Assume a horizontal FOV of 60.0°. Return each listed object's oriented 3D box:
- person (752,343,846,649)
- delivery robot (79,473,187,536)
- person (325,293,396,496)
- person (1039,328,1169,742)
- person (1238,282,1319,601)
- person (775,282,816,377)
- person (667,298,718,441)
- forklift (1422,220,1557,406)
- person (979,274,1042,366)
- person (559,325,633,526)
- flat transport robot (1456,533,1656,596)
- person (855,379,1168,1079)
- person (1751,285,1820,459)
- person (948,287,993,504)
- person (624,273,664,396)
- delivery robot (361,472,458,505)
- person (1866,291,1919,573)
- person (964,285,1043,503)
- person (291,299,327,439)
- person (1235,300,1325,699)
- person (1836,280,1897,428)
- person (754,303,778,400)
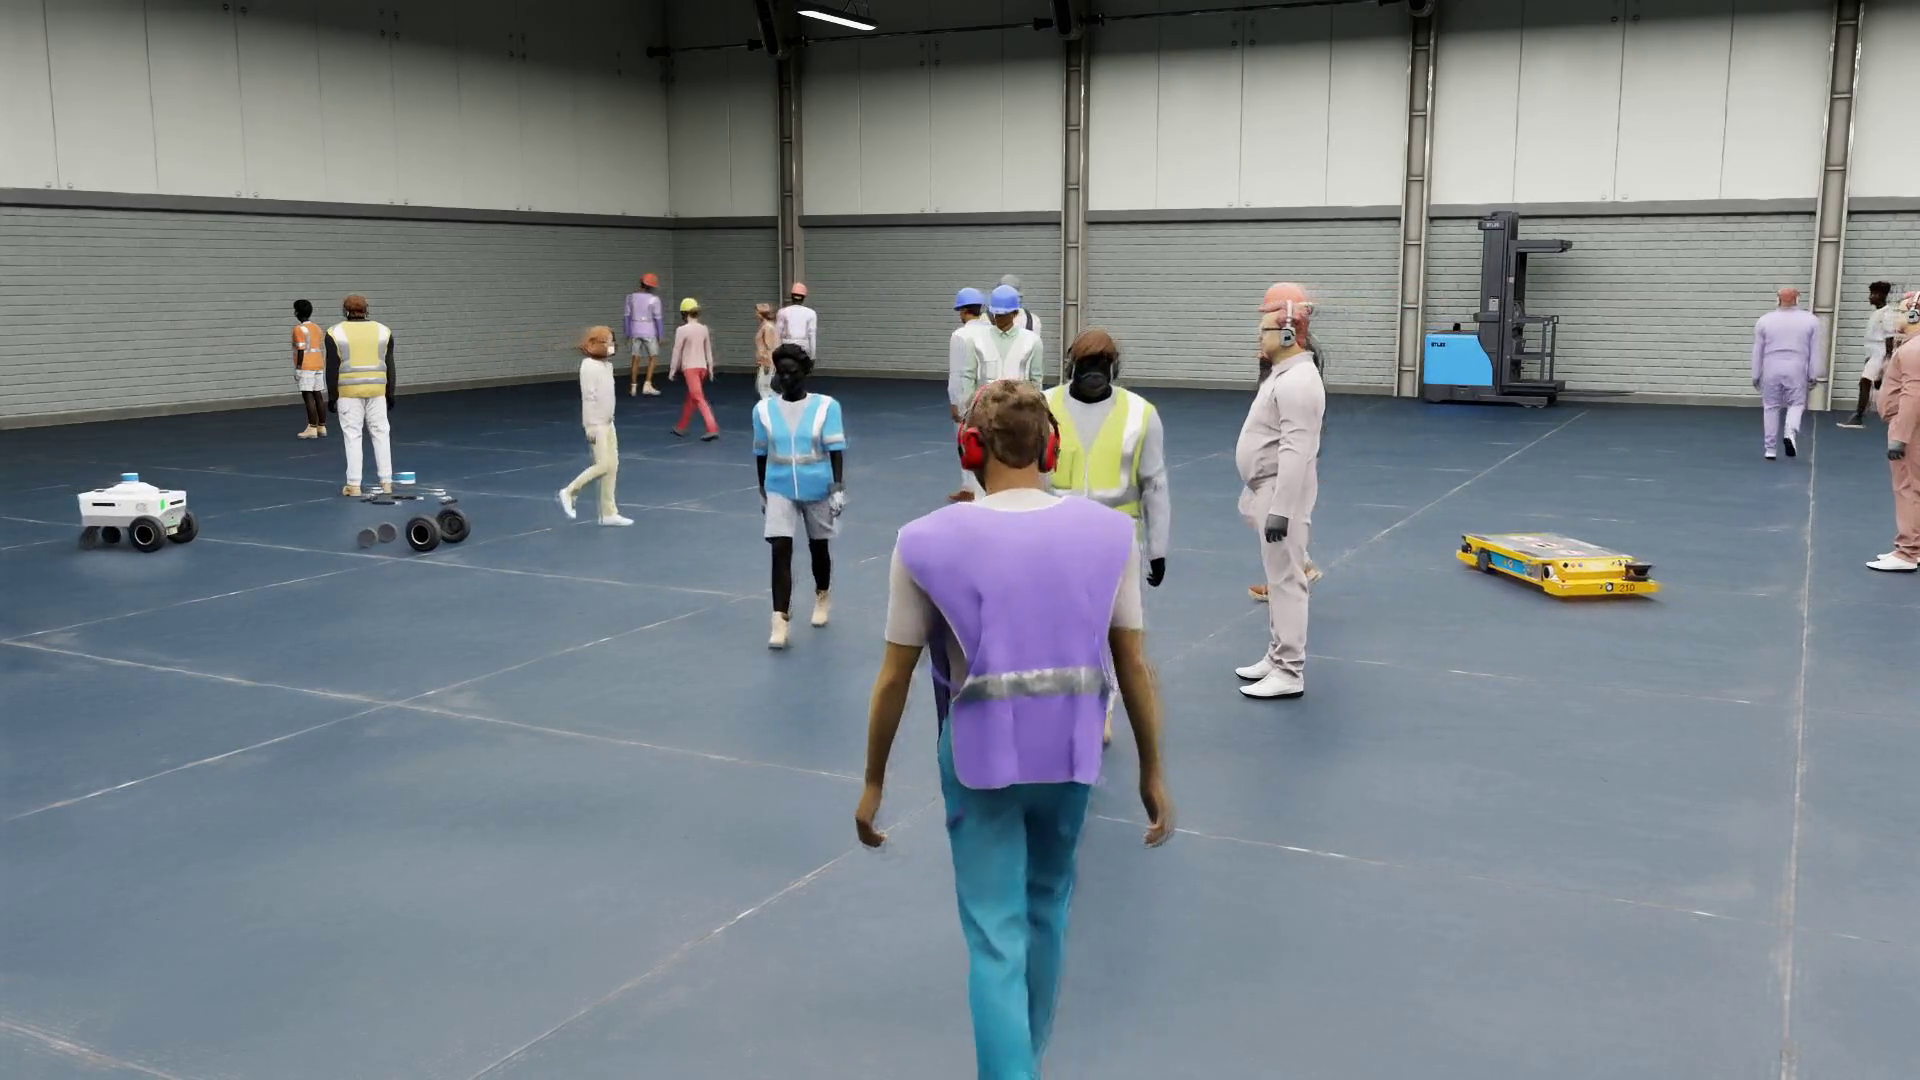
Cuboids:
[{"bbox_3d":[-0.893,-0.277,9.316,0.533,1.660,0.856,1,9,4],"label":"person"},{"bbox_3d":[-6.172,-0.256,12.410,0.707,0.478,0.477,1,9,7],"label":"delivery robot"},{"bbox_3d":[-5.492,-1.332,15.243,0.634,1.841,0.429,-7,11,-36],"label":"person"},{"bbox_3d":[0.552,0.020,7.018,0.650,1.809,0.793,1,9,4],"label":"person"},{"bbox_3d":[1.975,-0.584,10.210,0.445,1.977,0.645,7,12,38],"label":"person"},{"bbox_3d":[-2.241,-2.558,22.655,0.590,1.902,0.883,-2,9,-10],"label":"person"},{"bbox_3d":[-3.265,-2.079,20.250,0.952,1.713,0.539,6,11,33],"label":"person"},{"bbox_3d":[8.245,-3.527,25.720,1.873,2.768,1.129,5,10,27],"label":"forklift"},{"bbox_3d":[0.468,-1.444,15.453,0.695,2.000,0.755,-2,9,-13],"label":"person"},{"bbox_3d":[-2.936,-0.909,13.312,0.475,1.614,0.548,2,9,11],"label":"person"},{"bbox_3d":[3.951,0.141,11.120,0.652,0.197,1.431,-2,9,-10],"label":"flat transport robot"},{"bbox_3d":[0.104,0.534,3.870,0.700,1.798,0.840,-3,10,-16],"label":"person"},{"bbox_3d":[8.941,-1.815,18.052,0.672,1.892,0.454,4,10,26],"label":"person"},{"bbox_3d":[0.181,-1.225,14.407,0.764,1.911,0.619,8,12,41],"label":"person"},{"bbox_3d":[-5.192,-3.352,27.246,0.685,2.004,0.418,3,10,17],"label":"person"},{"bbox_3d":[-4.127,-0.392,12.446,0.698,0.223,0.335,2,10,13],"label":"delivery robot"},{"bbox_3d":[6.493,-0.741,11.401,0.400,1.910,0.643,8,12,42],"label":"person"},{"bbox_3d":[0.330,-0.959,12.652,0.604,1.936,0.411,0,9,3],"label":"person"},{"bbox_3d":[-8.011,-2.103,20.431,0.316,1.699,0.540,1,9,7],"label":"person"},{"bbox_3d":[1.540,-0.201,8.065,0.411,1.911,0.643,1,9,7],"label":"person"},{"bbox_3d":[12.077,-2.426,21.735,0.937,1.935,0.609,2,9,14],"label":"person"},{"bbox_3d":[-2.535,-2.340,22.121,0.429,1.621,0.533,-2,9,-11],"label":"person"}]
